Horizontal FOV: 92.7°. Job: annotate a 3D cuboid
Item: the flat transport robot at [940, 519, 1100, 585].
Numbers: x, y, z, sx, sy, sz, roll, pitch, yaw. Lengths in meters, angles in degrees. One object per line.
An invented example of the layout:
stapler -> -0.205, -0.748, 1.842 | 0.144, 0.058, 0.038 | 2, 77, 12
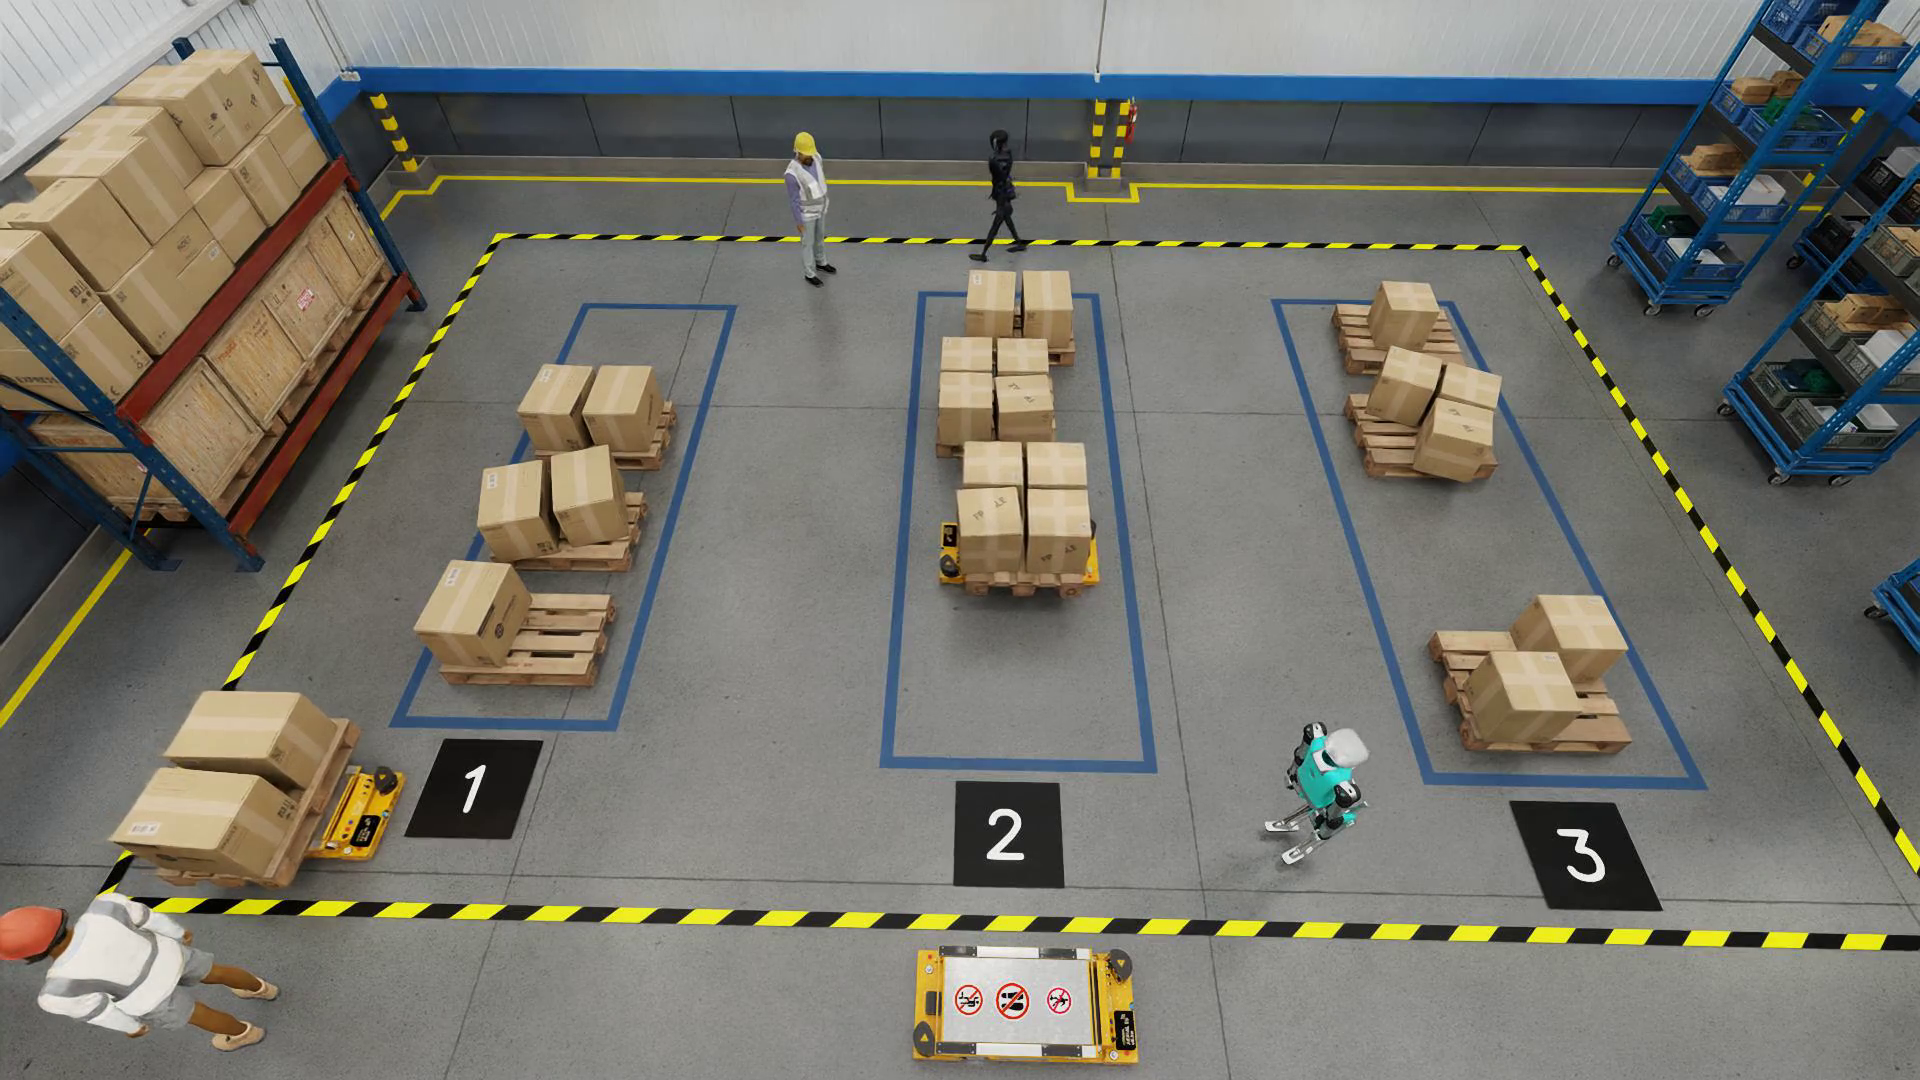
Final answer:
flat transport robot -> 0.544, 0.088, 8.396 | 1.431, 0.197, 0.652 | 1, 51, 1

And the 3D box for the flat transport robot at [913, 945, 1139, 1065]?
flat transport robot -> 0.422, 3.041, 6.007 | 1.431, 0.231, 0.659 | 1, 51, 1

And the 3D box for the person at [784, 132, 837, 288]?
person -> -1.707, -3.823, 10.595 | 0.403, 1.826, 0.593 | 23, 55, 18

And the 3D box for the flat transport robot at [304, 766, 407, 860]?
flat transport robot -> -4.997, 2.014, 6.826 | 1.431, 0.197, 0.652 | 1, 51, 1

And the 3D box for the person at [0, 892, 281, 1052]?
person -> -4.688, 2.519, 5.286 | 0.361, 2.047, 0.611 | -2, 51, -2

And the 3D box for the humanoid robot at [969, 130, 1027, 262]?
humanoid robot -> 0.475, -4.108, 10.952 | 0.777, 1.621, 0.589 | -8, 51, -6

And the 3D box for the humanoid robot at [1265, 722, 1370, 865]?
humanoid robot -> 2.501, 1.681, 6.084 | 0.735, 1.673, 0.533 | -11, 52, -9
